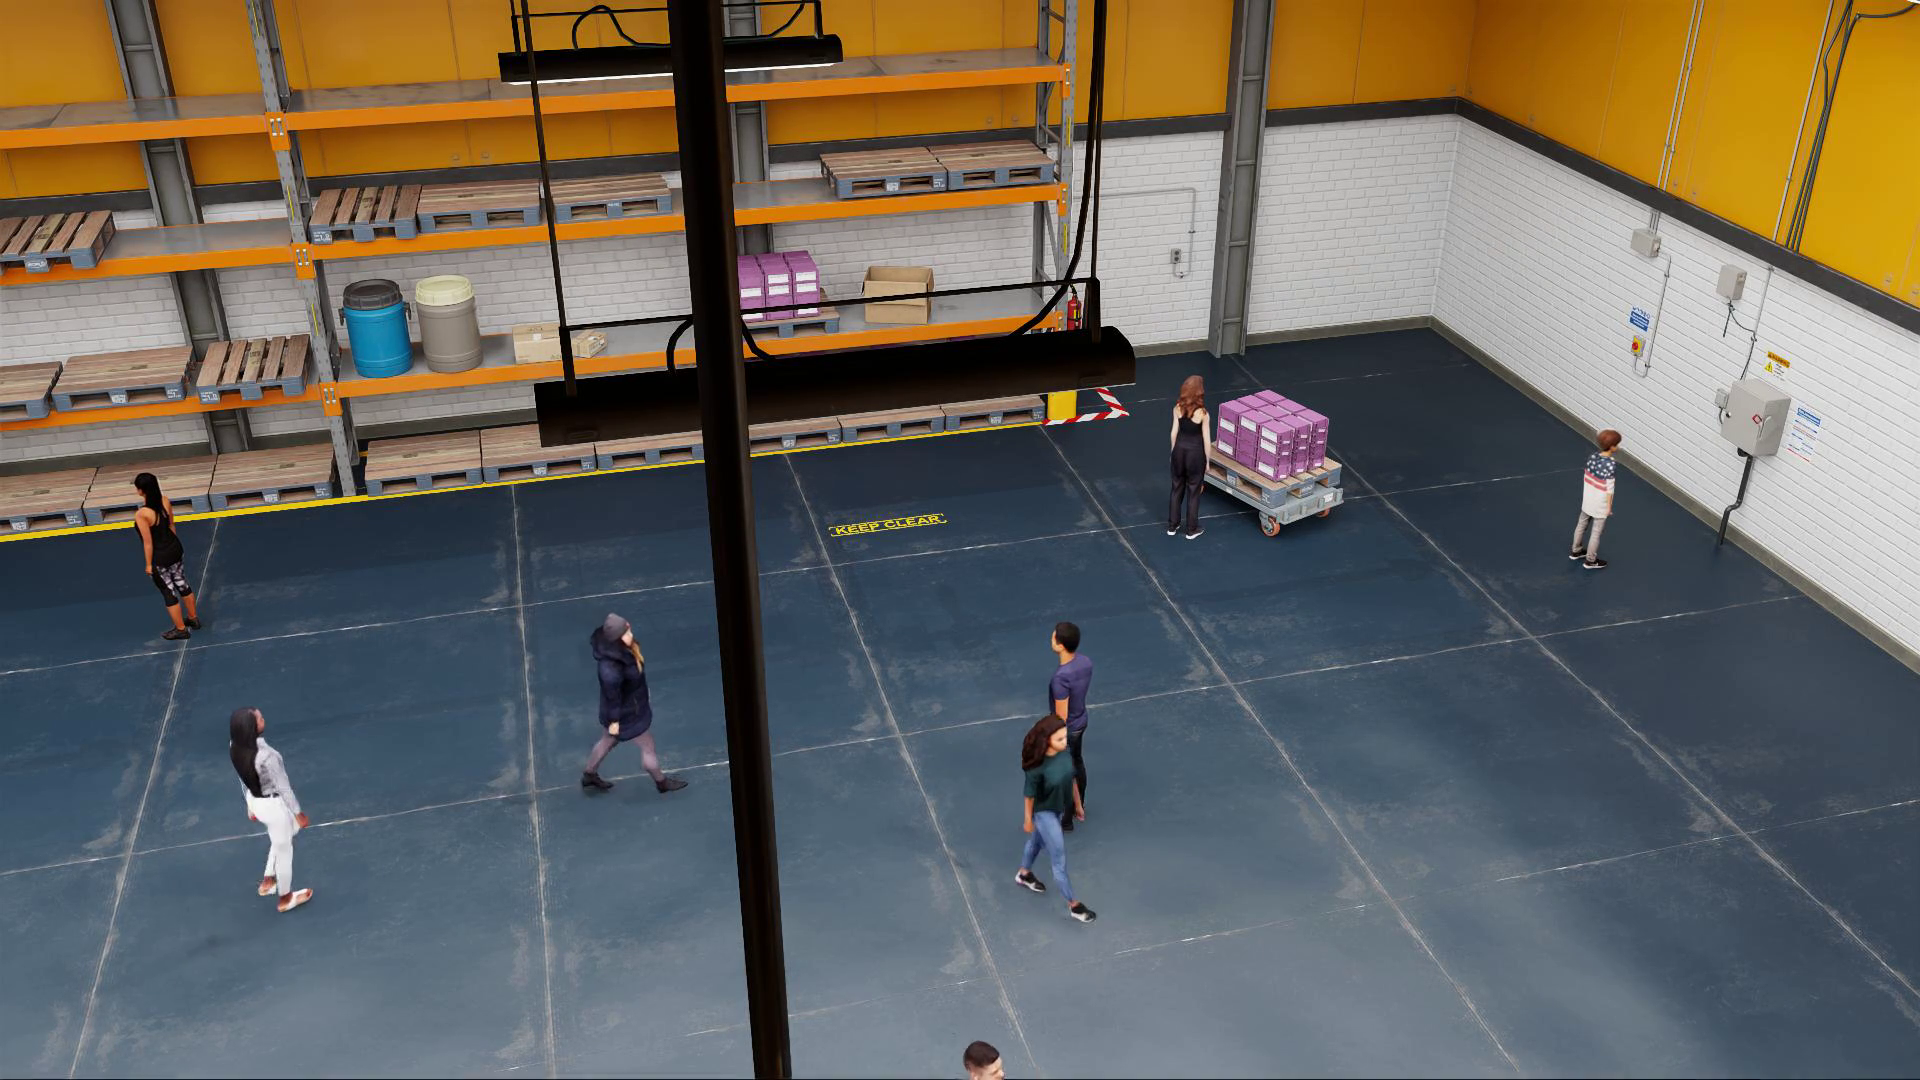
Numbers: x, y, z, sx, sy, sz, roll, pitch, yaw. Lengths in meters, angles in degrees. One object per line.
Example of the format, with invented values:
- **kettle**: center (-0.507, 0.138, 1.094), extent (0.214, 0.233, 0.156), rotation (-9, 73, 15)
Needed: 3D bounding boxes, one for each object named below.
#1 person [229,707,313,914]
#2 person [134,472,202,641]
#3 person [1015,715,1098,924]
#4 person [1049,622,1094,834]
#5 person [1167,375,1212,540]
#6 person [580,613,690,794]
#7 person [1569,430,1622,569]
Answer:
- **person**: center (-4.902, 1.930, 11.664), extent (0.733, 1.713, 0.780), rotation (24, 36, 36)
- **person**: center (-7.194, 0.126, 15.024), extent (0.652, 1.662, 0.659), rotation (6, 29, 11)
- **person**: center (0.570, 1.898, 11.855), extent (1.018, 1.585, 1.036), rotation (20, 35, 33)
- **person**: center (0.818, 1.404, 12.548), extent (0.756, 1.790, 0.705), rotation (14, 32, 24)
- **person**: center (2.291, -0.839, 16.702), extent (0.655, 1.748, 0.716), rotation (15, 32, 25)
- **person**: center (-2.694, 1.301, 12.895), extent (1.100, 1.637, 0.733), rotation (-4, 29, -7)
- **person**: center (6.234, -0.422, 16.258), extent (0.507, 1.441, 0.535), rotation (-11, 30, -19)
